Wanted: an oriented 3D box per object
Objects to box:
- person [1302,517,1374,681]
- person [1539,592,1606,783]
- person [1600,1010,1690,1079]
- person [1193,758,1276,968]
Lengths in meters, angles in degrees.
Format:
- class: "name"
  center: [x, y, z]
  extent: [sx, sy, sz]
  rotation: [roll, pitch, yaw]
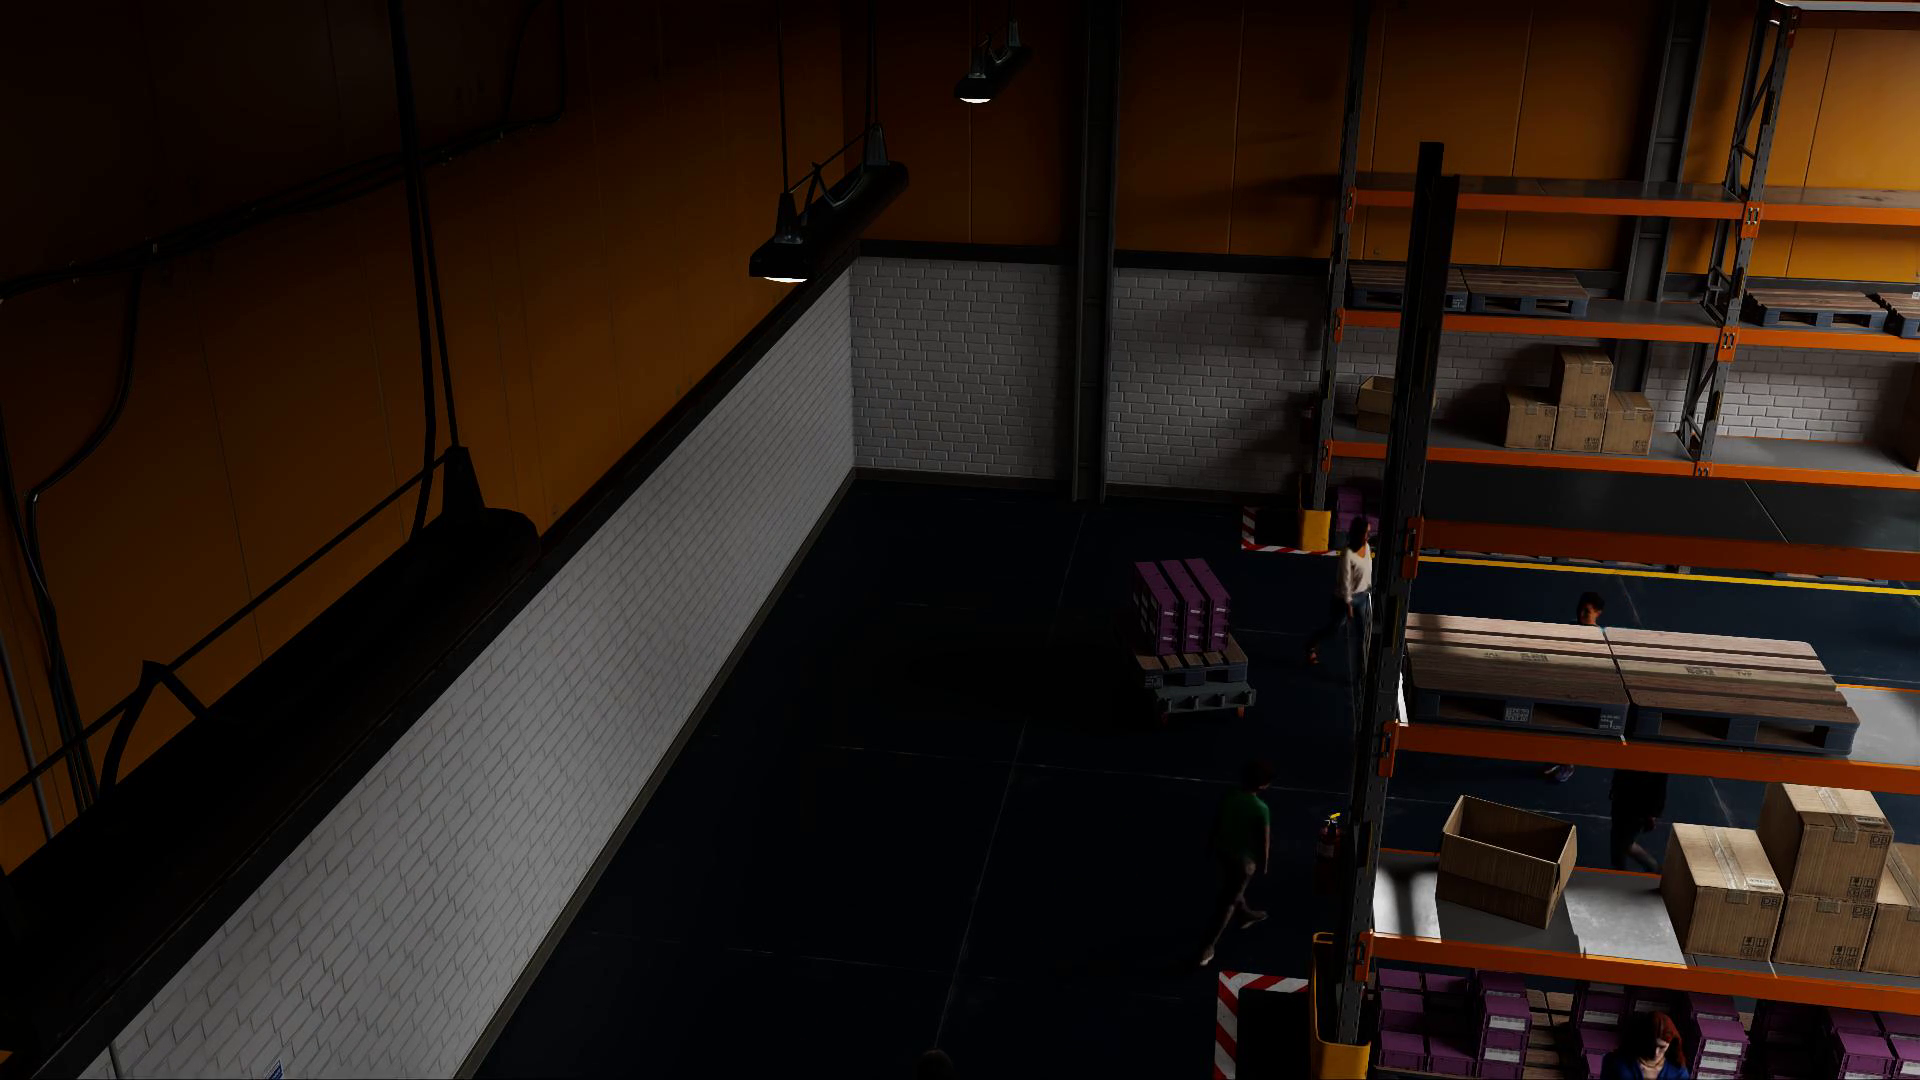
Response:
- class: "person"
  center: [3.649, 0.559, 15.875]
  extent: [1.036, 1.643, 1.139]
  rotation: [-18, 29, -35]
- class: "person"
  center: [5.306, 1.231, 14.182]
  extent: [0.791, 1.768, 0.724]
  rotation: [-17, 29, -33]
- class: "person"
  center: [3.726, 3.352, 9.257]
  extent: [0.528, 1.827, 0.685]
  rotation: [6, 24, 14]
- class: "person"
  center: [1.939, 2.325, 11.887]
  extent: [1.114, 1.601, 1.090]
  rotation: [21, 31, 39]
